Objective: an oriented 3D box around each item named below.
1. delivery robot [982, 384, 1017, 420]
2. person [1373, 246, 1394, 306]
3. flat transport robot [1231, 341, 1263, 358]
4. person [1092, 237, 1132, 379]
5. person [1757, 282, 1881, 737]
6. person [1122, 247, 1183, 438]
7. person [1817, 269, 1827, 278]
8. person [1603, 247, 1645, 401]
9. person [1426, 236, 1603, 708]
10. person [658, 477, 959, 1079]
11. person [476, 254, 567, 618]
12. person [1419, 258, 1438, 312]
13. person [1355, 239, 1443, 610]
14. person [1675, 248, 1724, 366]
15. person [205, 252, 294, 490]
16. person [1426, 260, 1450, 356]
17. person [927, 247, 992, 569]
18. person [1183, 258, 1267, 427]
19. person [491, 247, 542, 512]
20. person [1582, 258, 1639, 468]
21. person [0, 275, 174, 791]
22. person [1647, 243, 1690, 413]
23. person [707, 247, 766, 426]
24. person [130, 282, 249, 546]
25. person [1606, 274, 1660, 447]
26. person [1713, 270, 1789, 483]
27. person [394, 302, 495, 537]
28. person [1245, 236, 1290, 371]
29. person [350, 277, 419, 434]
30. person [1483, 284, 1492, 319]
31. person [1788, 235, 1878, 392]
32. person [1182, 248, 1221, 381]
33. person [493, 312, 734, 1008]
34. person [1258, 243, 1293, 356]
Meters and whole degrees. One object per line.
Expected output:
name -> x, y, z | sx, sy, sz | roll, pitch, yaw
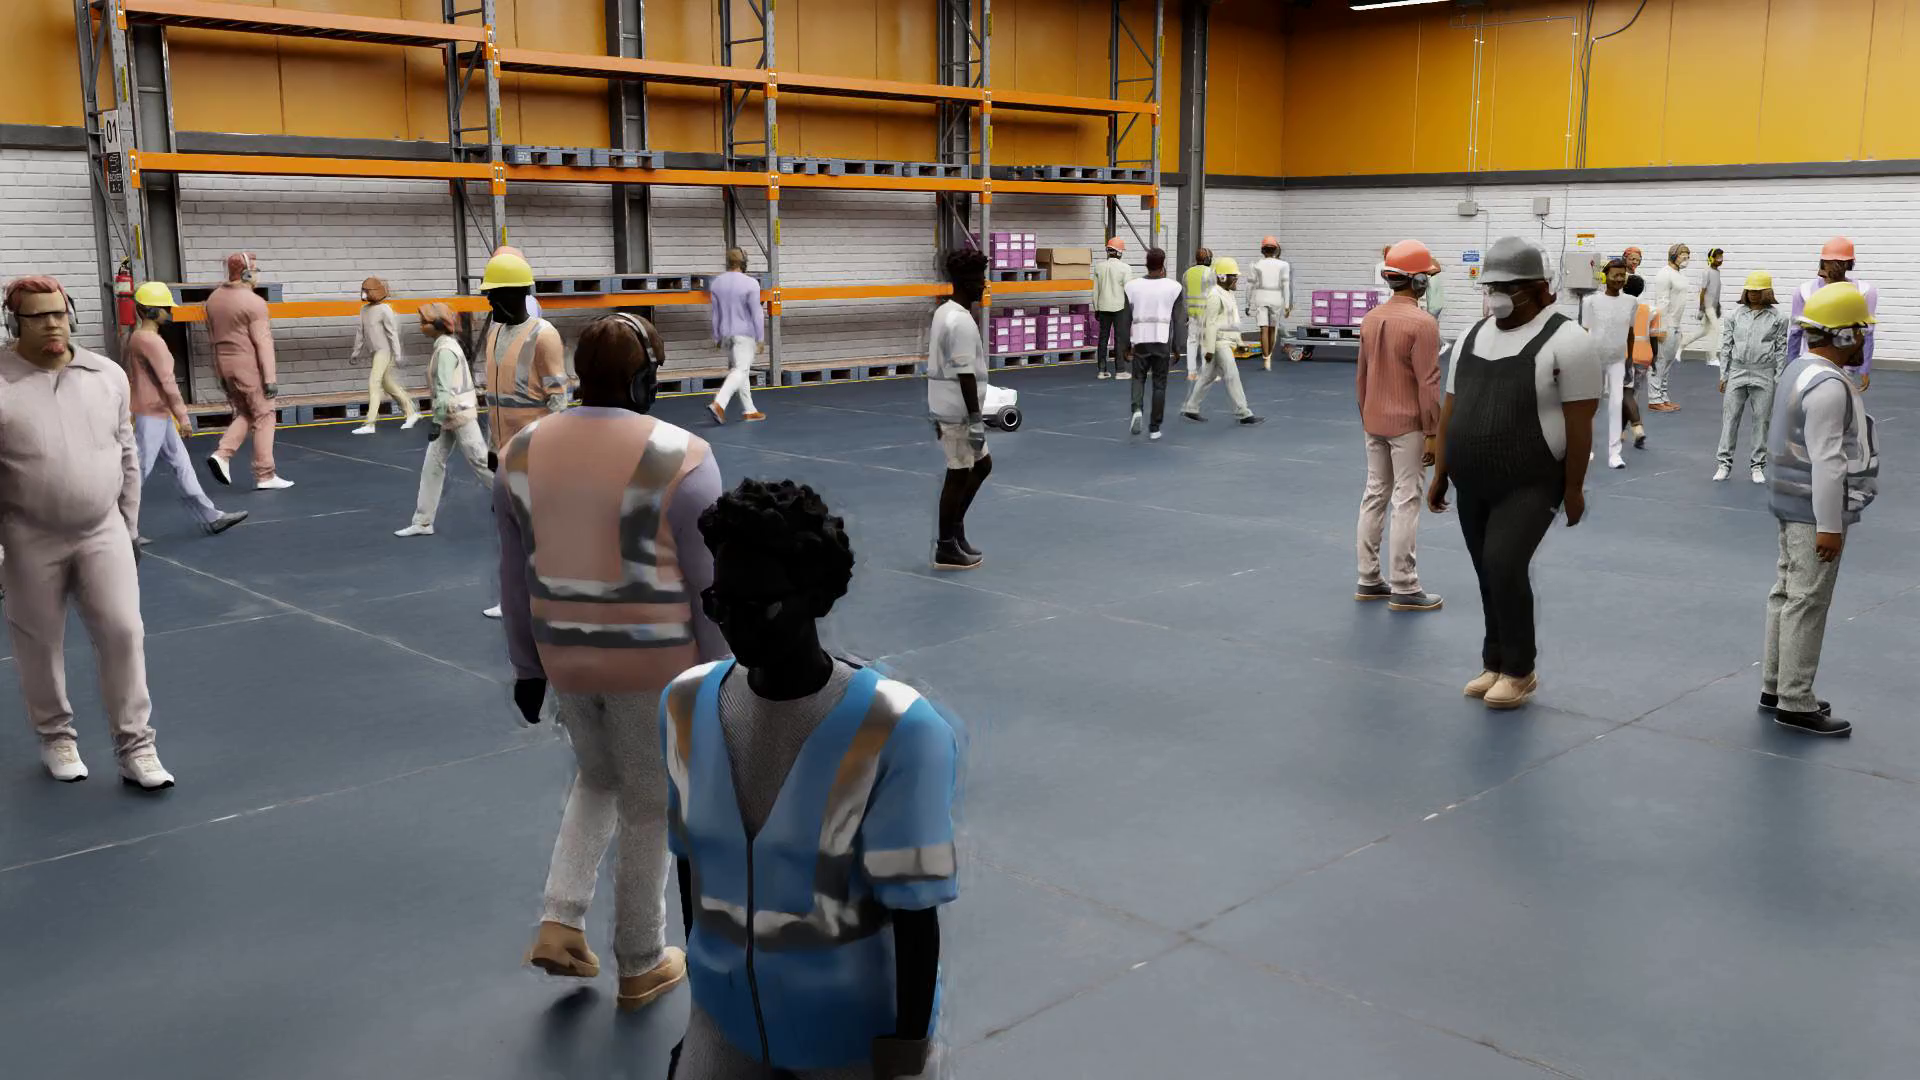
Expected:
delivery robot -> 0.215, -1.451, 17.257 | 0.707, 0.478, 0.477 | -4, 11, -20
person -> 7.282, -4.055, 28.233 | 0.986, 1.825, 0.641 | -6, 12, -29
flat transport robot -> 4.687, -3.200, 27.822 | 0.652, 0.197, 1.431 | 5, 12, 27
person -> 2.173, -3.269, 23.493 | 0.621, 1.992, 0.397 | 7, 13, 34
person -> 3.516, -0.129, 6.806 | 0.404, 1.832, 0.601 | 3, 11, 15
person -> 1.910, -1.948, 16.540 | 0.589, 1.907, 0.479 | 2, 11, 11
person -> 12.944, -3.350, 24.912 | 0.273, 1.636, 0.507 | 9, 14, 41
person -> 8.115, -2.624, 20.279 | 0.585, 1.882, 0.340 | -6, 12, -30
person -> 2.307, -0.294, 7.146 | 0.590, 2.000, 0.697 | -6, 12, -32
person -> -0.278, 0.751, 2.457 | 0.547, 1.665, 0.771 | 5, 11, 24
person -> -2.287, -0.513, 8.651 | 0.595, 1.925, 0.375 | 9, 14, 40
person -> 7.857, -3.903, 27.925 | 0.310, 1.638, 0.523 | 2, 11, 10
person -> 2.393, -0.618, 9.033 | 0.373, 1.997, 0.615 | -5, 11, -24
person -> 11.634, -3.643, 26.017 | 0.846, 1.837, 0.512 | 9, 14, 42
person -> -5.651, -1.316, 13.133 | 0.671, 1.890, 0.528 | 6, 12, 30
person -> 7.827, -3.789, 27.346 | 0.423, 1.623, 0.505 | 5, 12, 26
person -> 0.040, -0.780, 10.037 | 0.478, 1.949, 0.650 | -2, 11, -9
person -> 2.809, -2.102, 17.714 | 0.930, 1.783, 0.600 | 3, 11, 18
person -> -3.273, -1.166, 12.180 | 0.356, 1.936, 0.551 | 2, 11, 12
person -> 5.721, -1.574, 14.738 | 0.551, 1.830, 0.990 | 1, 10, 3
person -> -3.200, 0.002, 5.975 | 0.862, 1.870, 0.665 | 10, 14, 42
person -> 8.143, -2.432, 19.099 | 0.370, 1.934, 0.627 | 8, 13, 38
person -> -2.414, -2.182, 17.826 | 0.642, 1.908, 0.937 | 7, 12, 33
person -> -5.212, -0.826, 10.923 | 0.915, 1.712, 0.549 | -7, 13, -34
person -> 6.502, -1.730, 16.052 | 0.537, 1.659, 0.876 | -1, 10, -4
person -> 6.483, -1.332, 13.626 | 0.490, 1.741, 0.323 | 5, 12, 27
person -> -3.339, -0.808, 11.204 | 0.891, 1.589, 0.504 | -5, 12, -26
person -> 4.646, -3.590, 25.240 | 0.638, 1.991, 1.016 | 0, 10, 1
person -> -5.965, -1.916, 17.200 | 0.499, 1.597, 0.820 | 9, 14, 41
person -> 7.658, -3.159, 23.513 | 0.532, 1.772, 0.300 | 4, 11, 23
person -> 6.906, -1.397, 13.214 | 0.606, 2.026, 0.434 | 5, 12, 27
person -> 3.387, -3.134, 23.178 | 0.430, 1.845, 0.619 | -8, 13, -38
person -> -0.869, 0.328, 4.337 | 0.628, 1.828, 0.438 | 4, 11, 23
person -> 5.394, -4.082, 28.198 | 0.949, 1.911, 0.650 | -8, 13, -39
